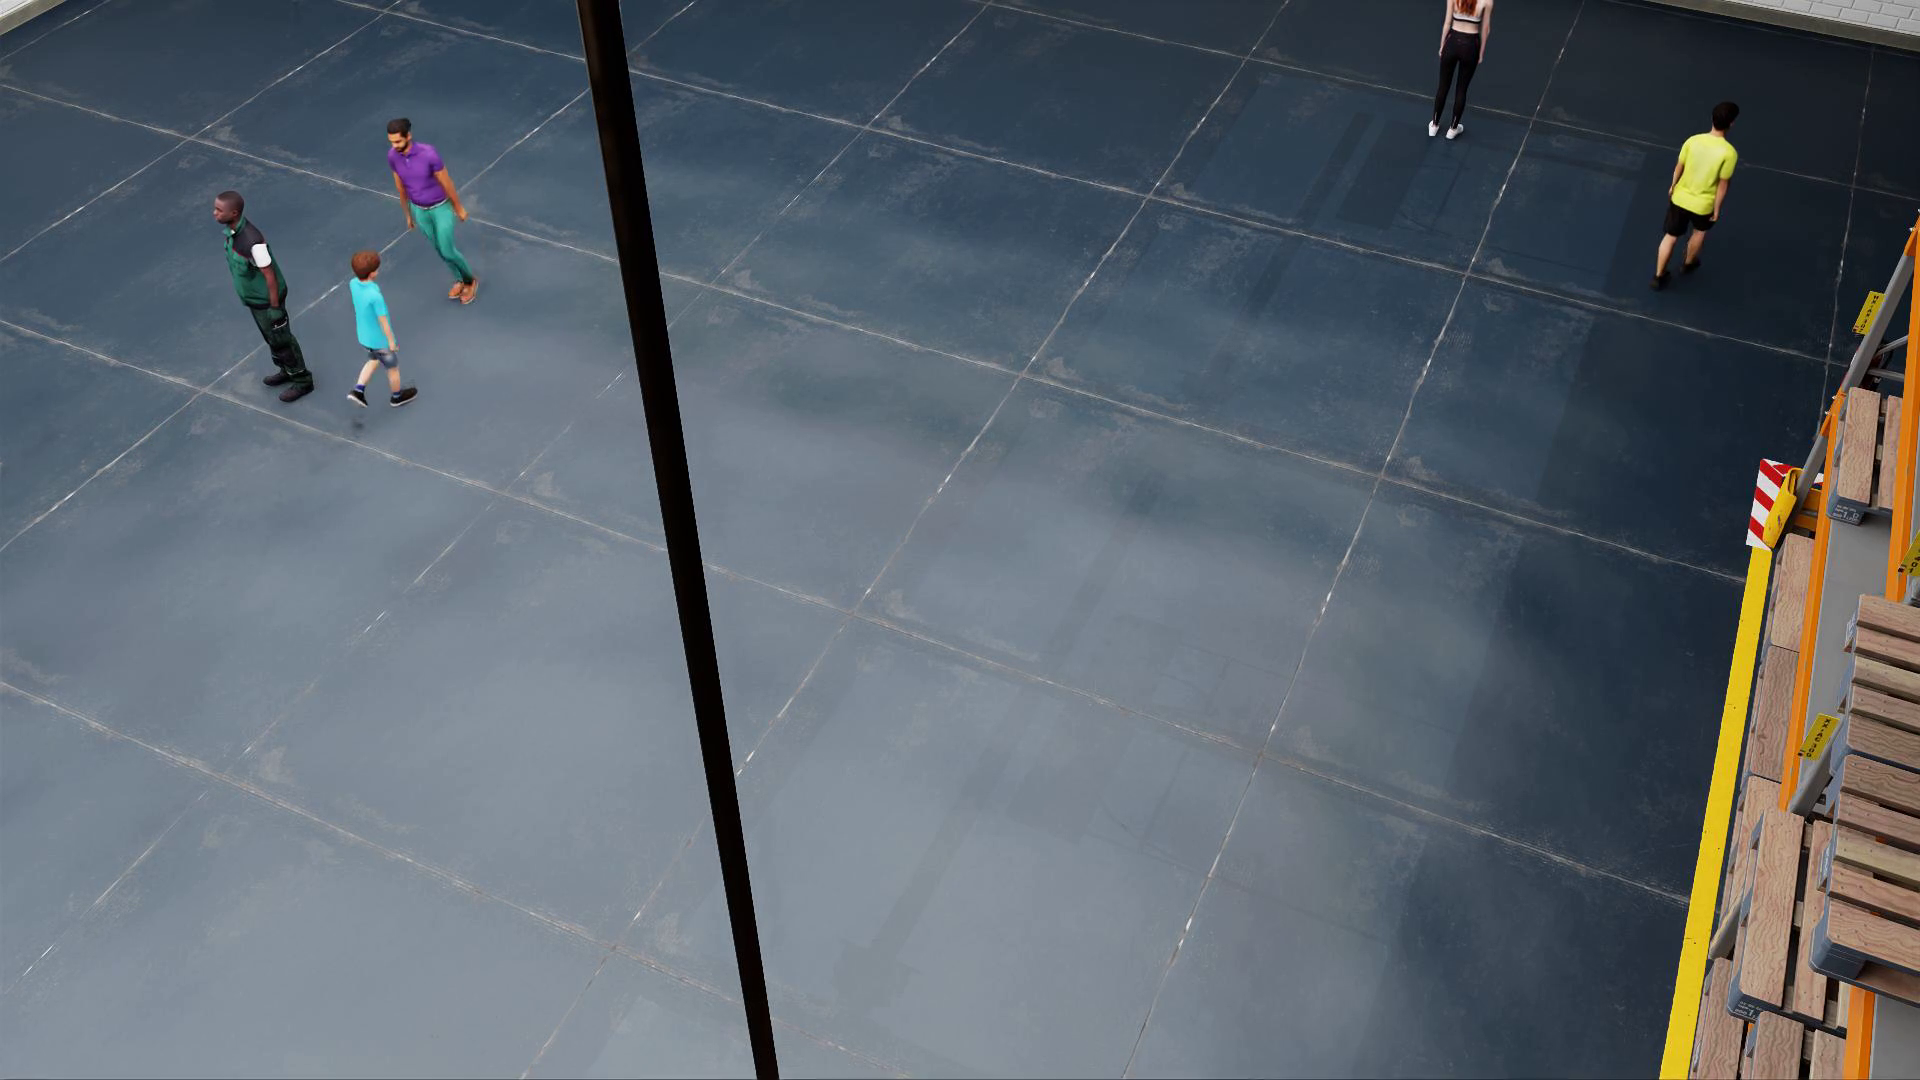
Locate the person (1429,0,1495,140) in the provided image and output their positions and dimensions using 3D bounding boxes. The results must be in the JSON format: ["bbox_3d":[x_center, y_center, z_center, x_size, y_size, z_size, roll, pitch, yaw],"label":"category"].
[{"bbox_3d":[4.784,-4.666,15.891,0.579,1.740,0.514,17,46,17],"label":"person"}]

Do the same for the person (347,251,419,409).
[{"bbox_3d":[-4.583,-1.577,12.870,0.684,1.434,0.833,27,50,25],"label":"person"}]

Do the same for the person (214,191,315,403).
[{"bbox_3d":[-5.417,-1.909,12.923,0.750,1.839,0.774,-31,52,-29],"label":"person"}]

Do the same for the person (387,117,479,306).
[{"bbox_3d":[-4.375,-2.821,13.955,0.717,1.737,0.693,7,44,7],"label":"person"}]

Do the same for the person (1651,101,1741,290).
[{"bbox_3d":[6.169,-2.853,14.021,0.782,1.693,0.910,30,51,28],"label":"person"}]
